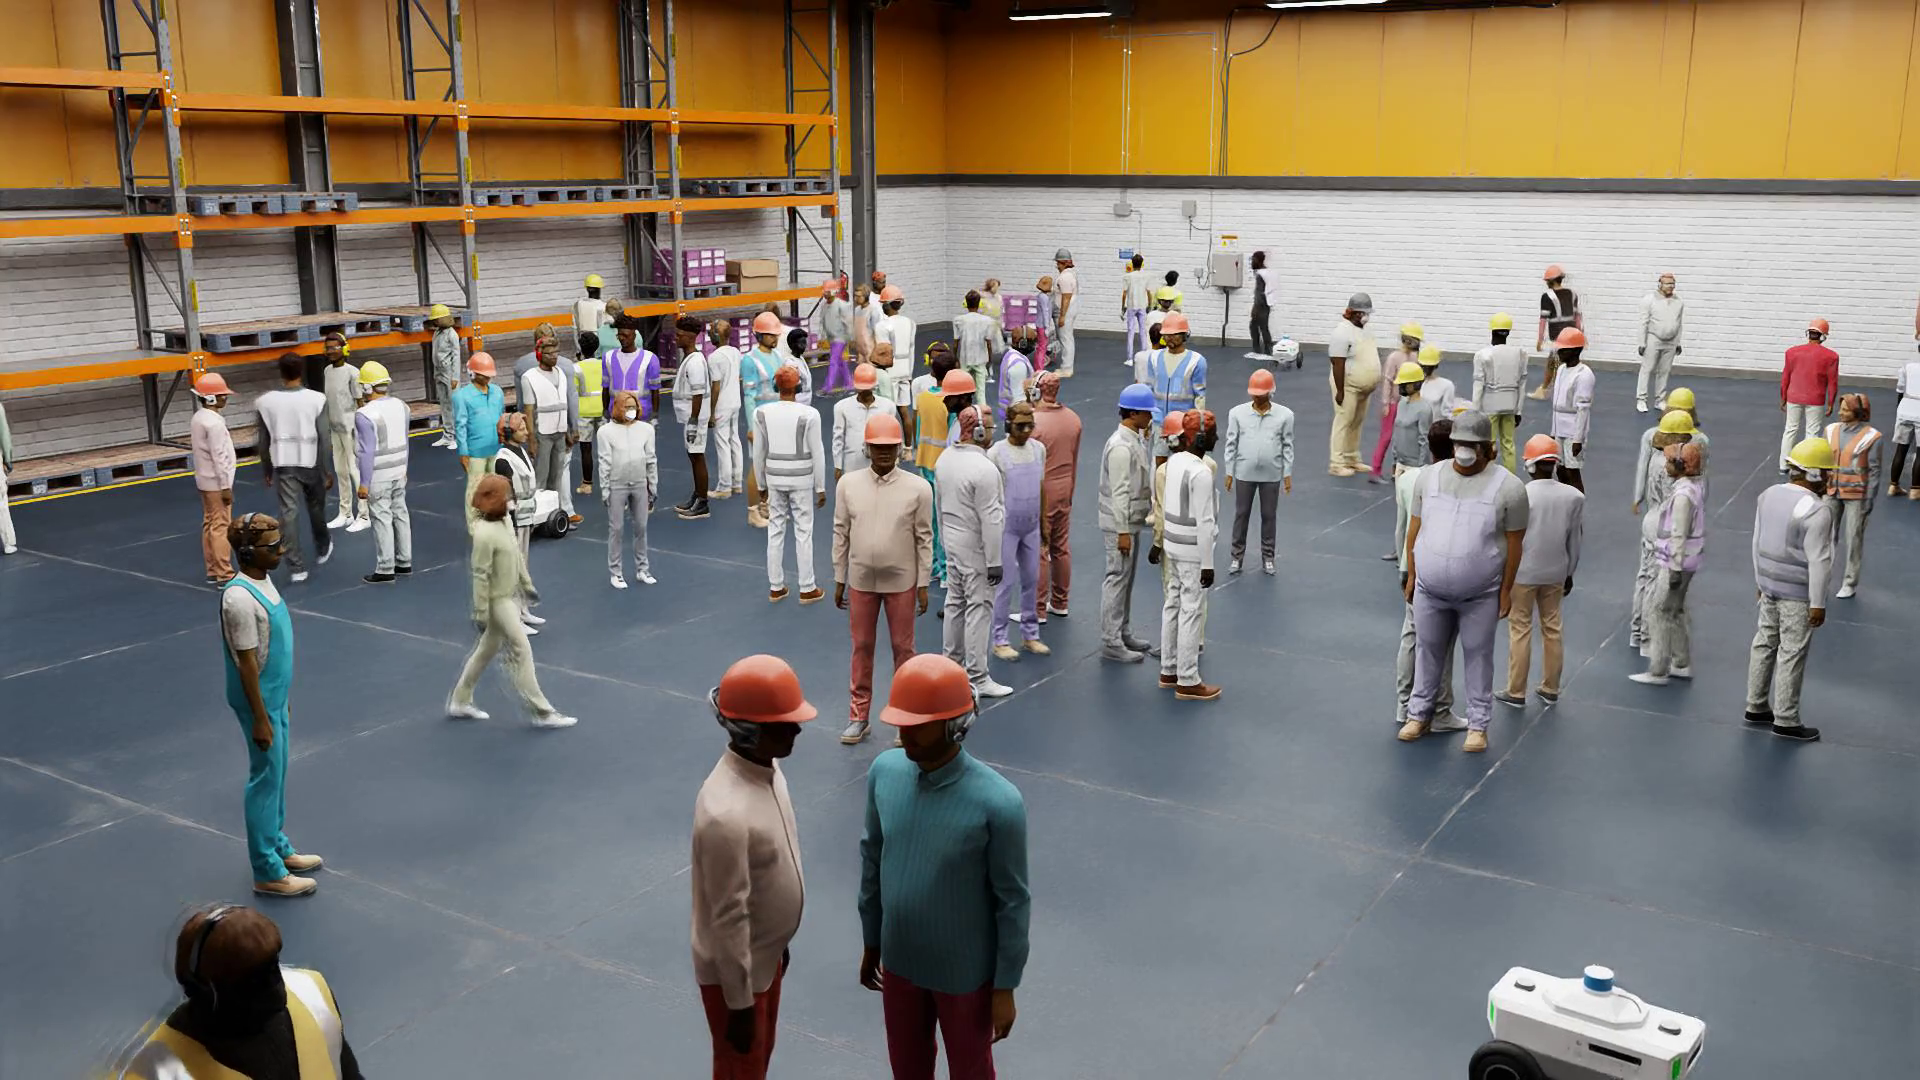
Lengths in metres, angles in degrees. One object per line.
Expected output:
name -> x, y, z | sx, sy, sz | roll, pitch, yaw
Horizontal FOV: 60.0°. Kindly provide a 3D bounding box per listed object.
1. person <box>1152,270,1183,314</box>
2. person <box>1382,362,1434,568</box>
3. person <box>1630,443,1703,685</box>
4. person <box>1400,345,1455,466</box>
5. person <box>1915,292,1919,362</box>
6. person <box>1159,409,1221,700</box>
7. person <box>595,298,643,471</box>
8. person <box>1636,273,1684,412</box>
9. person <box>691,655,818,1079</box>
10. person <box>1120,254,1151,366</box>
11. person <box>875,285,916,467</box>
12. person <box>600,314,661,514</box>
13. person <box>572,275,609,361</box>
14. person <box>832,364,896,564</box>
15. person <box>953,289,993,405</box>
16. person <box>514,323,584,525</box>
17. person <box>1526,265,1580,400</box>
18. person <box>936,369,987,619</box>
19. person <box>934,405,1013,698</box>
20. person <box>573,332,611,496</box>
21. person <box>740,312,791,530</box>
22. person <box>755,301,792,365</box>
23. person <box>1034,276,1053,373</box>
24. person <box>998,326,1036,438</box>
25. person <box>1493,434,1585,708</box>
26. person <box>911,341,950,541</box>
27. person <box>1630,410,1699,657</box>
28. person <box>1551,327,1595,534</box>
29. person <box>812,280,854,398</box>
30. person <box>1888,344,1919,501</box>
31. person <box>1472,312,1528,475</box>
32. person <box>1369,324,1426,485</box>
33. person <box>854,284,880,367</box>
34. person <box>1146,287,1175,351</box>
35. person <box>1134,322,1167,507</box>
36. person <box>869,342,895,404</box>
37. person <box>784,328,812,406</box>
person -> 3.335, -3.538, 26.961 | 0.534, 1.670, 0.676 | 6, 14, 25
person -> 3.834, -0.643, 14.221 | 0.344, 1.758, 0.532 | -3, 13, -13
person -> 4.725, 0.163, 11.015 | 0.378, 1.629, 0.521 | 7, 15, 28
person -> 4.483, -1.039, 16.007 | 0.524, 1.726, 0.854 | 5, 14, 21
person -> 14.255, -3.069, 24.229 | 0.609, 1.991, 0.384 | 8, 15, 31
person -> 1.493, 0.089, 10.762 | 0.337, 1.882, 0.585 | -4, 13, -15
person -> -3.785, -1.702, 18.414 | 0.632, 1.940, 0.372 | 7, 15, 29
person -> 9.623, -2.703, 22.823 | 0.648, 1.907, 0.401 | -2, 13, -9
person -> -0.636, 1.315, 5.239 | 0.421, 1.984, 0.618 | 1, 13, 6
person -> 2.956, -3.858, 27.916 | 0.528, 1.869, 0.313 | -1, 13, -2
person -> -0.770, -1.857, 18.854 | 0.390, 2.041, 0.614 | 10, 16, 37
person -> -3.231, -1.230, 16.302 | 0.603, 1.966, 0.368 | 2, 13, 7
person -> -4.870, -2.575, 22.225 | 0.595, 1.923, 0.372 | 4, 14, 16
person -> -0.806, -0.653, 14.293 | 0.573, 1.738, 0.350 | -3, 13, -13
person -> 0.155, -2.152, 20.544 | 0.508, 1.862, 0.326 | 1, 13, 2
person -> -3.875, -1.083, 15.726 | 0.636, 1.939, 0.365 | 4, 13, 15
person -> 8.564, -2.895, 23.573 | 0.623, 1.969, 1.087 | -8, 15, -30
person -> 0.012, -0.308, 12.400 | 0.377, 1.930, 0.539 | -3, 13, -15
person -> 0.103, 0.068, 10.807 | 0.404, 1.906, 0.651 | -8, 15, -30
person -> -3.805, -1.303, 17.214 | 0.535, 1.697, 0.318 | -9, 16, -35
person -> -1.807, -1.130, 15.701 | 0.396, 2.042, 0.611 | 6, 14, 24
person -> -2.178, -1.922, 19.700 | 0.498, 1.802, 0.977 | -7, 15, -26
person -> 1.322, -3.317, 26.086 | 0.276, 1.631, 0.507 | -2, 13, -8
person -> 0.595, -1.204, 16.494 | 0.429, 1.837, 0.624 | -1, 13, -3
person -> 3.657, 0.193, 10.602 | 0.573, 1.746, 0.345 | -3, 13, -13
person -> -0.197, -0.837, 14.823 | 0.521, 1.867, 0.328 | -9, 16, -35
person -> 4.944, -0.044, 11.651 | 0.296, 1.744, 0.488 | 2, 13, 8
person -> 5.618, -1.004, 15.418 | 0.392, 1.929, 0.546 | -2, 13, -7
person -> -1.865, -2.928, 24.232 | 0.872, 1.702, 0.584 | -11, 17, -40
person -> 9.782, -1.239, 16.957 | 0.319, 1.687, 0.539 | -6, 14, -26
person -> 5.422, -1.331, 16.825 | 0.589, 1.928, 0.385 | -3, 13, -12
person -> 4.706, -1.449, 17.776 | 0.532, 1.724, 0.398 | -10, 16, -37
person -> -1.228, -2.482, 22.051 | 0.397, 1.828, 0.503 | -9, 16, -34
person -> 2.722, -2.502, 22.258 | 0.525, 1.769, 0.327 | -6, 14, -26
person -> 1.946, -1.254, 16.663 | 0.337, 1.857, 0.525 | -12, 17, -41
person -> -0.777, -1.189, 16.854 | 0.267, 1.632, 0.509 | -4, 14, -17
person -> -1.721, -1.393, 17.607 | 0.316, 1.695, 0.540 | 1, 13, 5
